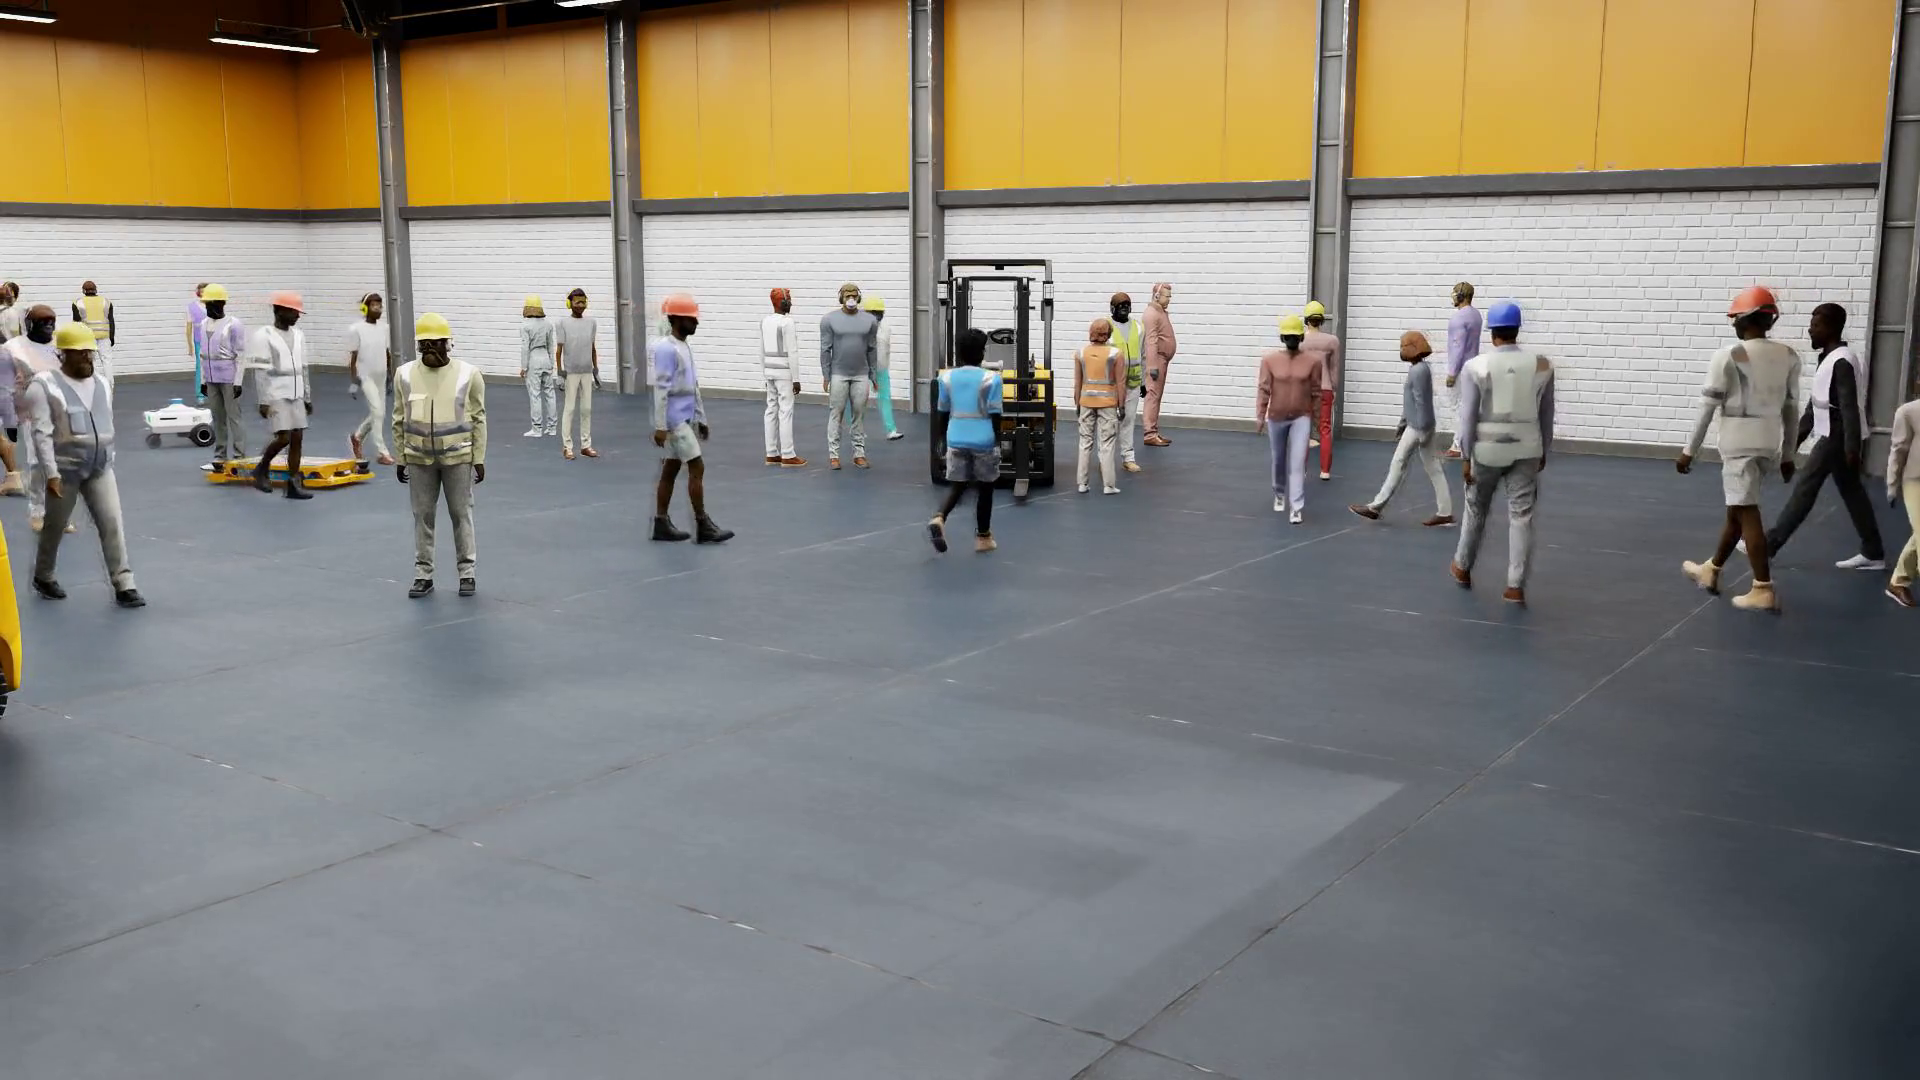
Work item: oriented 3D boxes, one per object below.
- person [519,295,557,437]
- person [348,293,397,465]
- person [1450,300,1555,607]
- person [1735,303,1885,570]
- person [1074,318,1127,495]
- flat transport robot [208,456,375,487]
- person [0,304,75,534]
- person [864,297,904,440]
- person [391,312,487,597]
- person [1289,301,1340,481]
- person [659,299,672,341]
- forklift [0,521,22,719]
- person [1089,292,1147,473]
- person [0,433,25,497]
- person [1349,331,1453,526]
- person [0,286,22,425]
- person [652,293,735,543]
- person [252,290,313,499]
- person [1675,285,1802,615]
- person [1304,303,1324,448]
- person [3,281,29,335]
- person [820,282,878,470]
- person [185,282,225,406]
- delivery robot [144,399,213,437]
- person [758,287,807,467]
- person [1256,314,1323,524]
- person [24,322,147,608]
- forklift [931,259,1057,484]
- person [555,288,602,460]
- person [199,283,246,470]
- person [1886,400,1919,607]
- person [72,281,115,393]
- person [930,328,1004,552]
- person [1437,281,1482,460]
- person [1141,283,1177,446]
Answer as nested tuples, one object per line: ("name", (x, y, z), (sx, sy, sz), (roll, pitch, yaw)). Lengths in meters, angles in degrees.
("person", (-5.230, -2.146, 20.528), (0.317, 1.743, 0.488), (8, 12, 38))
("person", (-6.312, -1.722, 17.764), (0.809, 1.836, 0.524), (6, 11, 31))
("person", (3.480, -0.571, 10.680), (0.634, 1.901, 0.964), (1, 10, 5))
("person", (6.034, -0.718, 11.659), (1.031, 1.859, 0.610), (4, 10, 23))
("person", (1.295, -1.230, 15.406), (0.518, 1.632, 0.312), (5, 11, 26))
("flat transport robot", (-6.498, -0.678, 16.159), (1.431, 0.197, 0.652), (3, 10, 18))
("person", (-7.197, -0.948, 13.148), (0.455, 1.822, 0.629), (7, 12, 37))
("person", (-1.033, -2.067, 20.120), (0.544, 1.718, 0.929), (-7, 12, -37))
("person", (-3.353, -0.543, 10.714), (0.593, 1.832, 0.404), (-1, 10, -6))
("person", (3.461, -1.455, 16.346), (0.523, 1.769, 0.316), (-1, 10, -7))
("person", (-4.054, -2.583, 23.456), (0.279, 1.633, 0.500), (-9, 13, -42))
("forklift", (-5.296, -0.090, 6.943), (1.214, 2.155, 2.313), (7, 12, 35))
("person", (1.631, -1.601, 16.989), (0.633, 1.842, 0.429), (-4, 10, -20))
("person", (-9.097, -1.372, 15.188), (1.080, 1.987, 0.628), (1, 10, 8))
("person", (3.654, -0.905, 13.588), (0.875, 1.581, 0.505), (4, 10, 24))
("person", (-12.415, -2.406, 21.787), (0.548, 1.837, 0.418), (5, 11, 26))
("person", (-2.029, -0.920, 12.723), (0.809, 1.908, 0.578), (1, 10, 6))
("person", (-6.146, -1.310, 15.075), (0.509, 1.907, 0.549), (5, 11, 25))
("person", (4.850, -0.584, 10.451), (0.635, 1.993, 1.000), (-3, 10, -19))
("person", (4.070, -1.918, 19.341), (0.321, 1.690, 0.530), (2, 10, 10))
("person", (-13.305, -2.691, 23.437), (0.366, 1.878, 0.545), (2, 10, 14))
("person", (-1.145, -1.702, 17.304), (0.628, 1.940, 0.377), (-3, 10, -18))
("person", (-11.284, -2.936, 24.931), (0.570, 1.843, 0.372), (-7, 12, -38))
("delivery robot", (-9.088, -1.401, 19.343), (0.707, 0.478, 0.477), (-6, 11, -30))
("person", (-1.878, -1.708, 17.505), (0.355, 1.883, 0.573), (-9, 13, -43))
("person", (2.772, -1.044, 14.025), (0.537, 1.725, 0.905), (2, 10, 10))
("person", (-5.566, -0.472, 10.441), (0.928, 1.794, 0.585), (6, 11, 30))
("forklift", (0.370, -1.738, 16.759), (1.214, 2.155, 2.313), (1, 10, 3))
("person", (-4.171, -1.816, 18.204), (0.535, 1.864, 0.309), (-8, 13, -41))
("person", (-7.617, -1.673, 17.157), (0.586, 1.930, 0.359), (4, 10, 24))
("person", (5.913, -0.317, 10.096), (0.520, 1.583, 0.883), (1, 10, 5))
("person", (-14.110, -3.297, 27.111), (0.621, 1.838, 0.429), (-8, 12, -39))
("person", (0.052, -0.706, 12.157), (0.540, 1.678, 0.661), (5, 11, 29))
("person", (5.460, -1.841, 18.128), (0.361, 1.938, 0.635), (7, 12, 34))
("person", (2.334, -2.055, 19.524), (0.407, 1.902, 0.639), (2, 10, 14))
